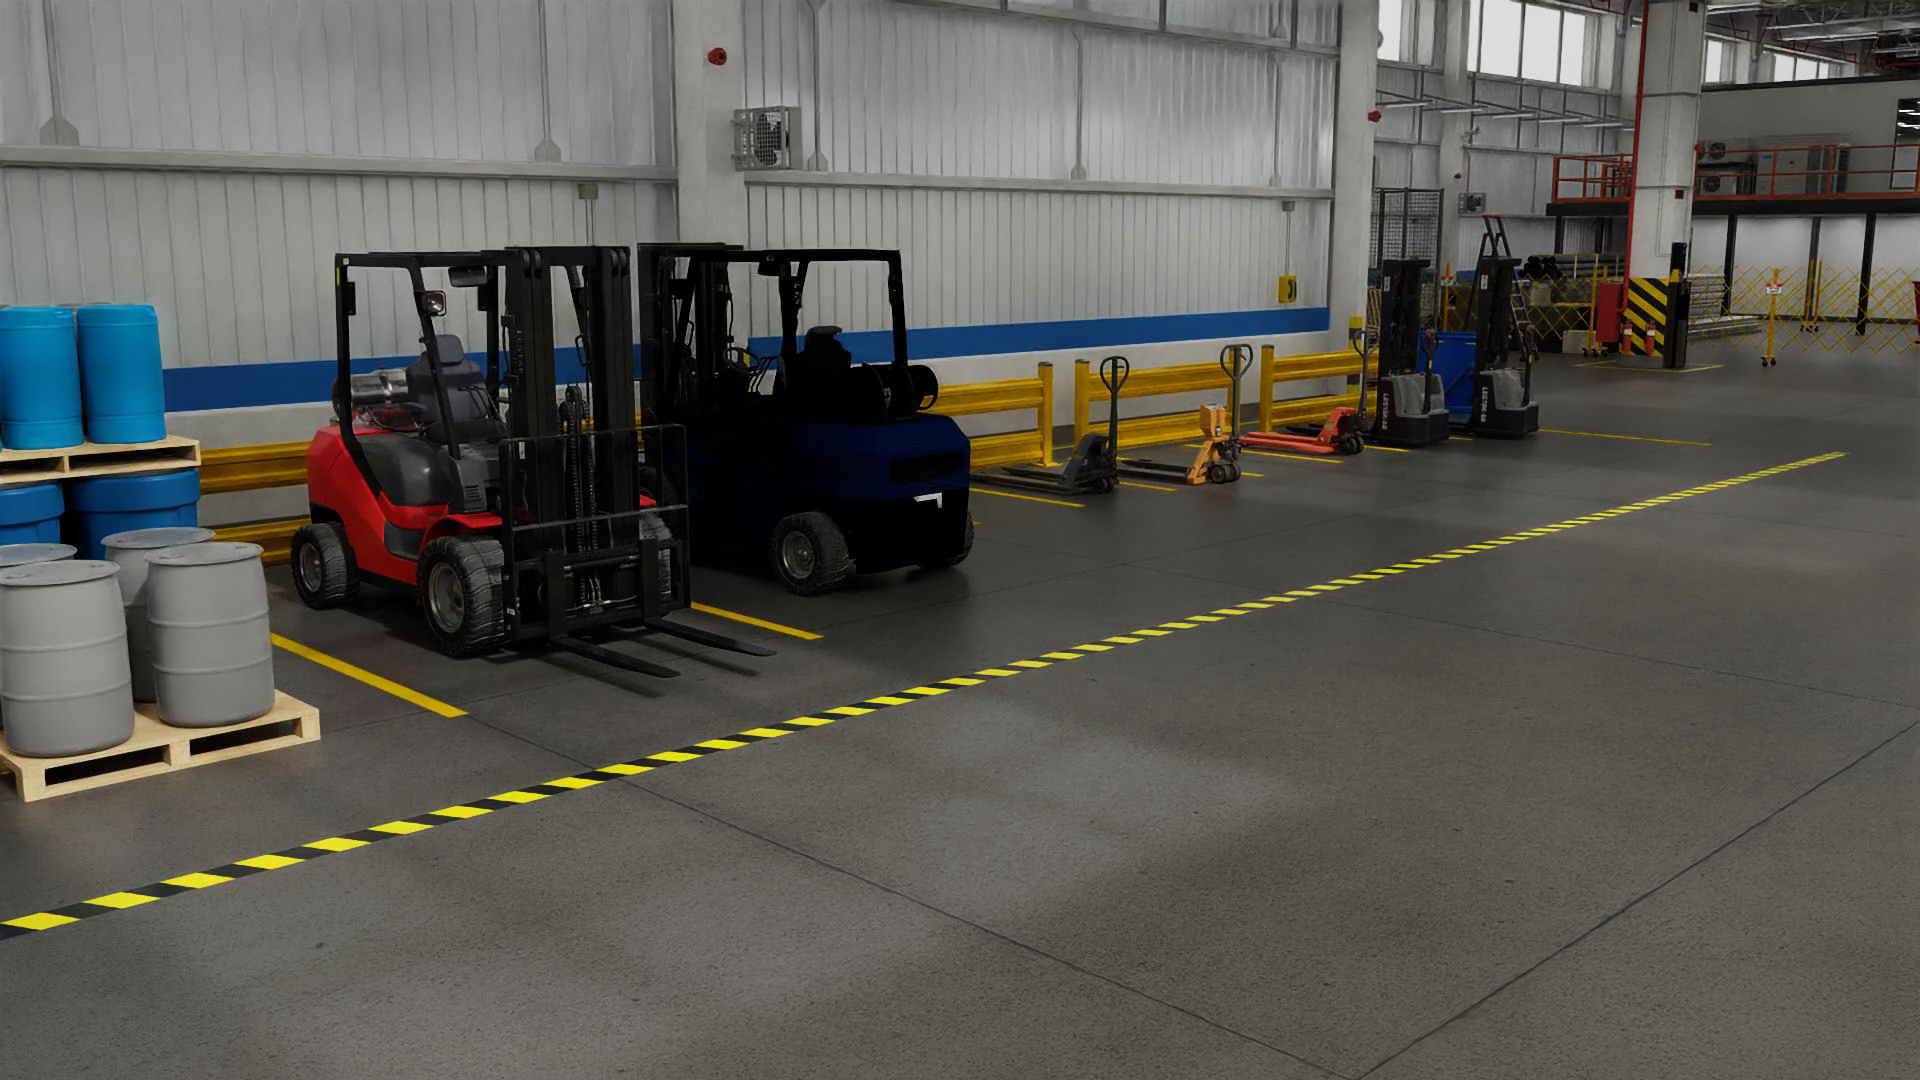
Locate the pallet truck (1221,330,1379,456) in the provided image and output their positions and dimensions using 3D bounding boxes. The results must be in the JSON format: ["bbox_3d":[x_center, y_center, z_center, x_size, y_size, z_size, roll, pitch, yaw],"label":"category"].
[{"bbox_3d":[3.563,-1.581,17.381,0.653,1.274,1.630,-10,14,-44],"label":"pallet truck"}]

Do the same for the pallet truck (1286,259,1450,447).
[{"bbox_3d":[4.493,-2.078,18.196,0.823,1.965,1.885,-9,14,-40],"label":"pallet truck"}]

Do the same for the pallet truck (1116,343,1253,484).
[{"bbox_3d":[1.962,-1.215,15.415,1.522,1.261,0.704,10,14,43],"label":"pallet truck"}]

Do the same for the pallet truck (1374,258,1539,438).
[{"bbox_3d":[5.704,-2.208,18.901,1.885,1.965,0.823,10,14,43],"label":"pallet truck"}]

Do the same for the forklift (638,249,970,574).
[{"bbox_3d":[-1.173,-0.958,11.239,2.680,1.987,1.157,10,14,43],"label":"forklift"}]

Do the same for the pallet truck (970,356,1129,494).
[{"bbox_3d":[0.784,-1.085,14.876,0.680,1.201,1.601,-10,14,-44],"label":"pallet truck"}]

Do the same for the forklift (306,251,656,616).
[{"bbox_3d":[-2.833,-0.669,9.694,1.157,1.987,2.680,-10,14,-44],"label":"forklift"}]
